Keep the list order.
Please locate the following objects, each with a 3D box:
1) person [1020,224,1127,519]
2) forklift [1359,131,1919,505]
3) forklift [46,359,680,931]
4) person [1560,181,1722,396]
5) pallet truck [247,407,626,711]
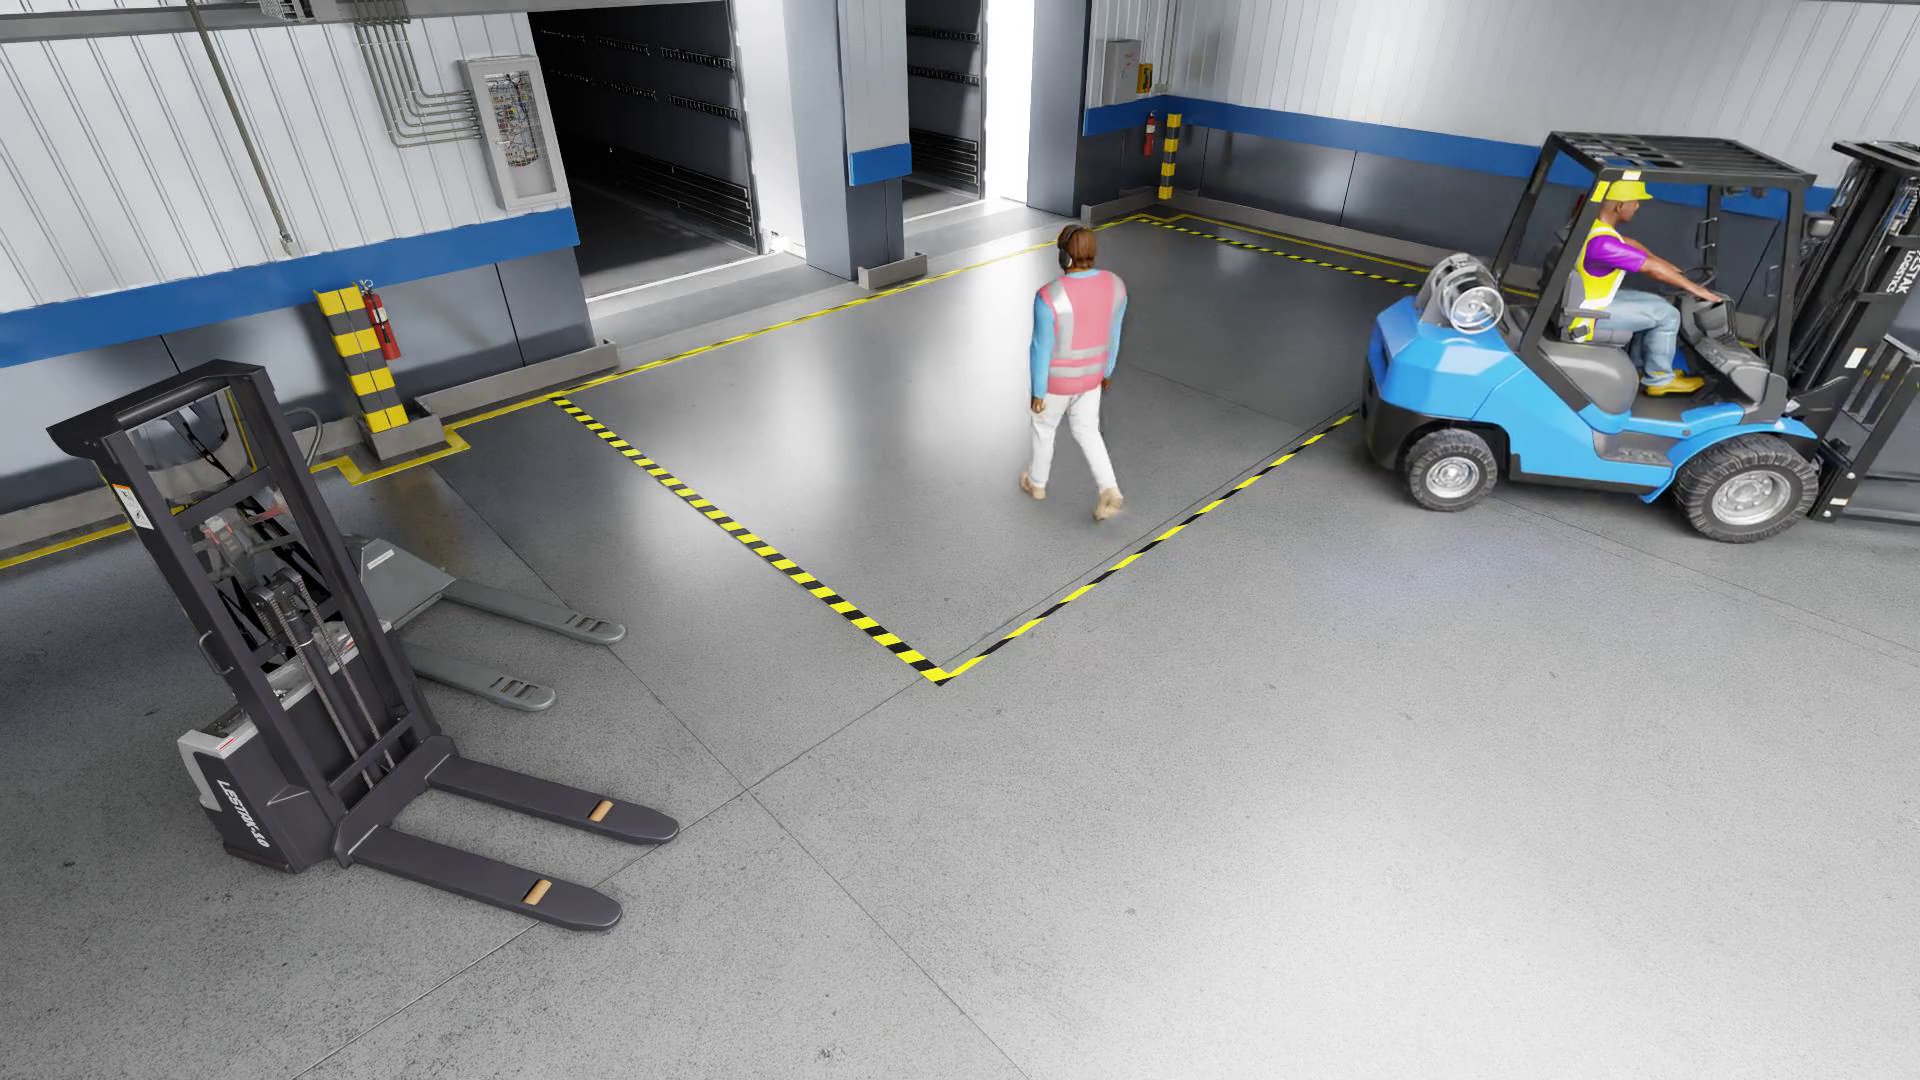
[{"bbox_3d":[0.709,-0.966,5.566,0.636,1.812,0.870,-16,37,-22],"label":"person"},{"bbox_3d":[4.124,-1.390,5.703,2.680,2.036,1.157,8,35,11],"label":"forklift"},{"bbox_3d":[-2.135,0.422,3.354,1.885,1.965,0.823,10,35,14],"label":"forklift"},{"bbox_3d":[4.181,-1.533,5.580,1.004,1.294,0.635,8,35,11],"label":"person"},{"bbox_3d":[-2.628,0.038,4.590,1.601,1.201,0.680,12,36,18],"label":"pallet truck"}]
